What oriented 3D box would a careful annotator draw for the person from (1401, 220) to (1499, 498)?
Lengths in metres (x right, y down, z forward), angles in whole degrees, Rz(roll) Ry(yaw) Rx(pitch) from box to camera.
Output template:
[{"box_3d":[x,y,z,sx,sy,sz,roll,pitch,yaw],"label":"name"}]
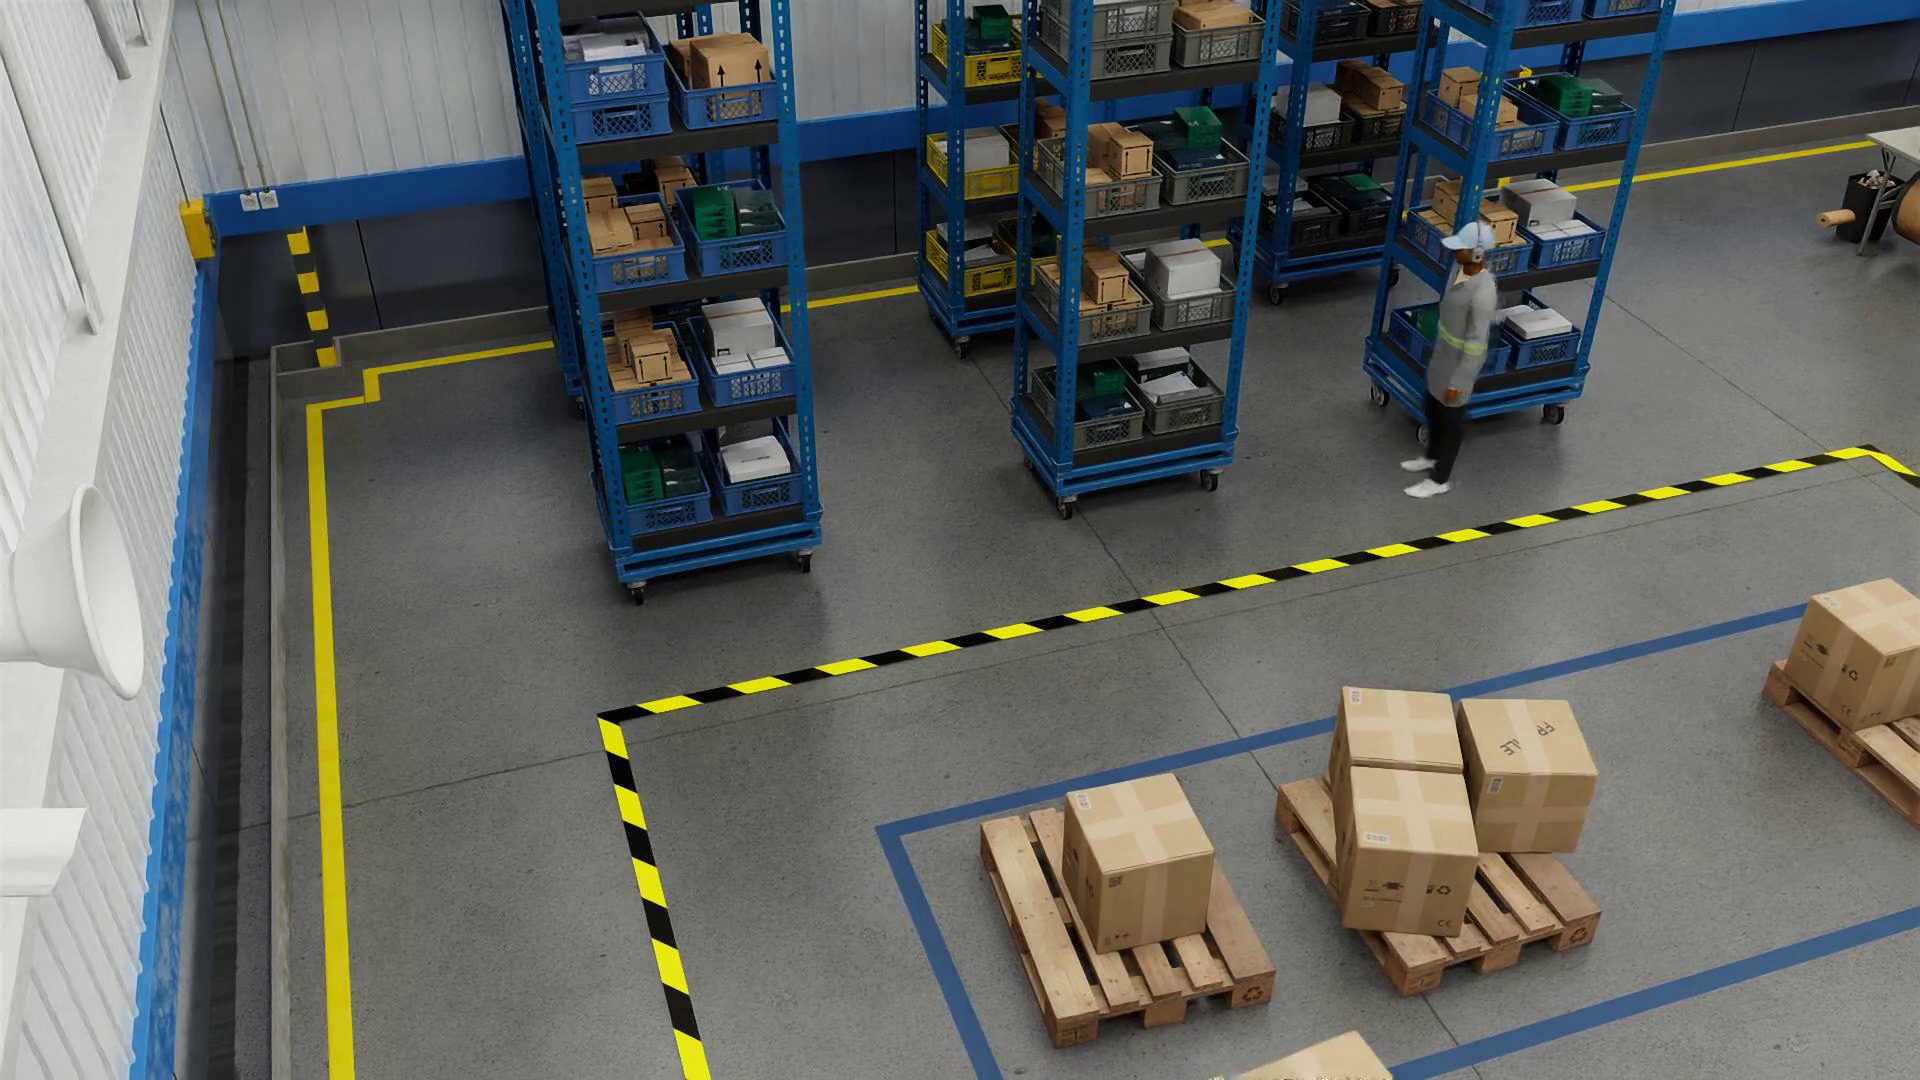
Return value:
[{"box_3d":[3.025,-1.096,10.242,0.410,1.850,0.631,0,35,1],"label":"person"}]
